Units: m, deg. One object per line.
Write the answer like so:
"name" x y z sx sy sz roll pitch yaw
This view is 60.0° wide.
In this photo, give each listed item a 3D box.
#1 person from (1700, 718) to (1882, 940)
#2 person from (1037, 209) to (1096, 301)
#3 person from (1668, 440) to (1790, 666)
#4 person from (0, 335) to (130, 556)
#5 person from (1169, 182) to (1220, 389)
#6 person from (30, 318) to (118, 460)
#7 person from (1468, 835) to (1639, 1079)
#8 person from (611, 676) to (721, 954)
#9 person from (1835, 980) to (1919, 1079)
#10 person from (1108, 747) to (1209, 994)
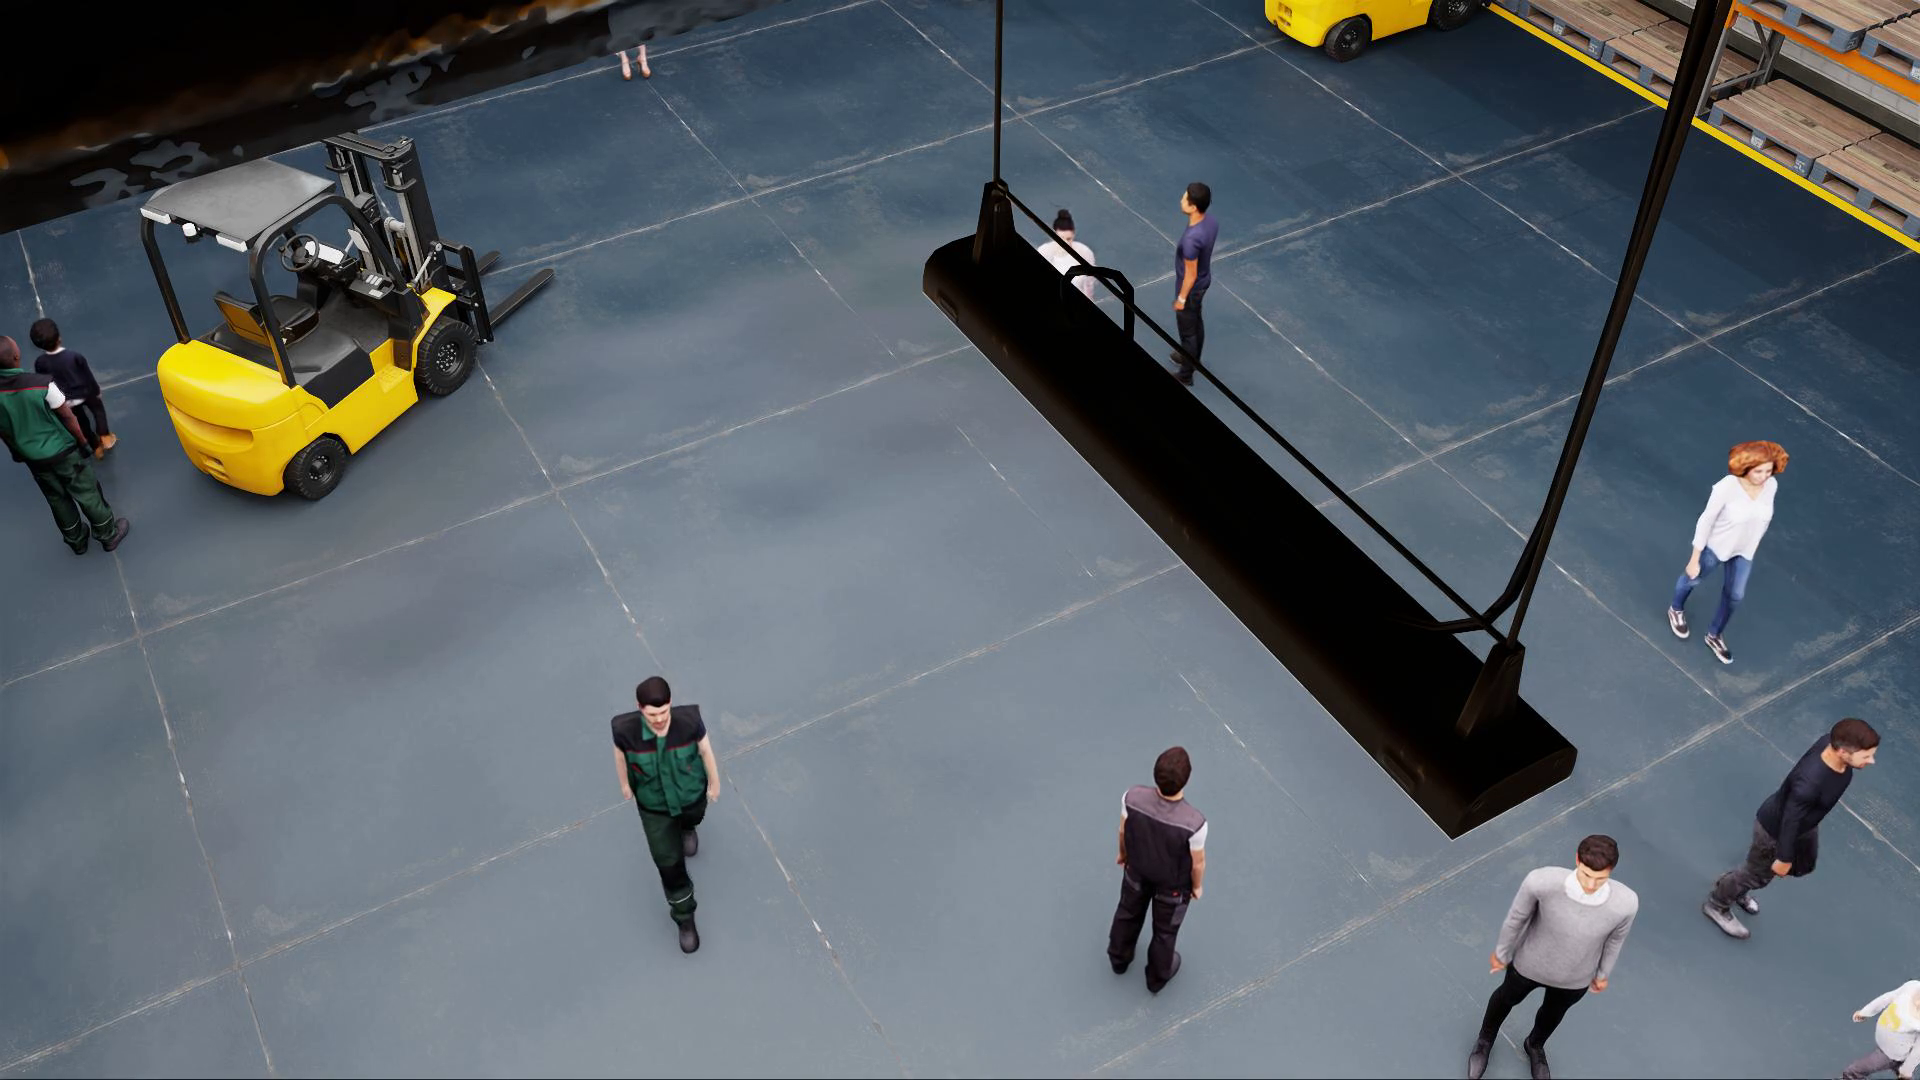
"person" 4.483 1.528 9.190 0.774 1.849 0.748 -34 53 -30
"person" 0.777 -1.794 12.757 0.774 1.739 0.776 -3 44 -3
"person" 4.994 -0.041 10.949 0.847 1.695 0.928 -3 44 -3
"person" -6.287 -0.642 11.476 0.772 1.839 0.745 -5 44 -5
"person" 1.806 -1.978 12.914 0.737 1.790 0.712 16 46 16
"person" -6.610 -1.091 12.397 0.544 1.218 0.535 -14 45 -14
"person" 3.036 2.135 8.501 0.834 1.922 0.884 9 44 9
"person" -1.628 1.349 9.377 0.891 1.852 1.300 -11 45 -12
"person" 4.856 2.584 8.516 0.905 1.251 0.845 10 45 10
"person" 1.064 1.776 8.934 0.697 1.843 0.811 23 48 22
